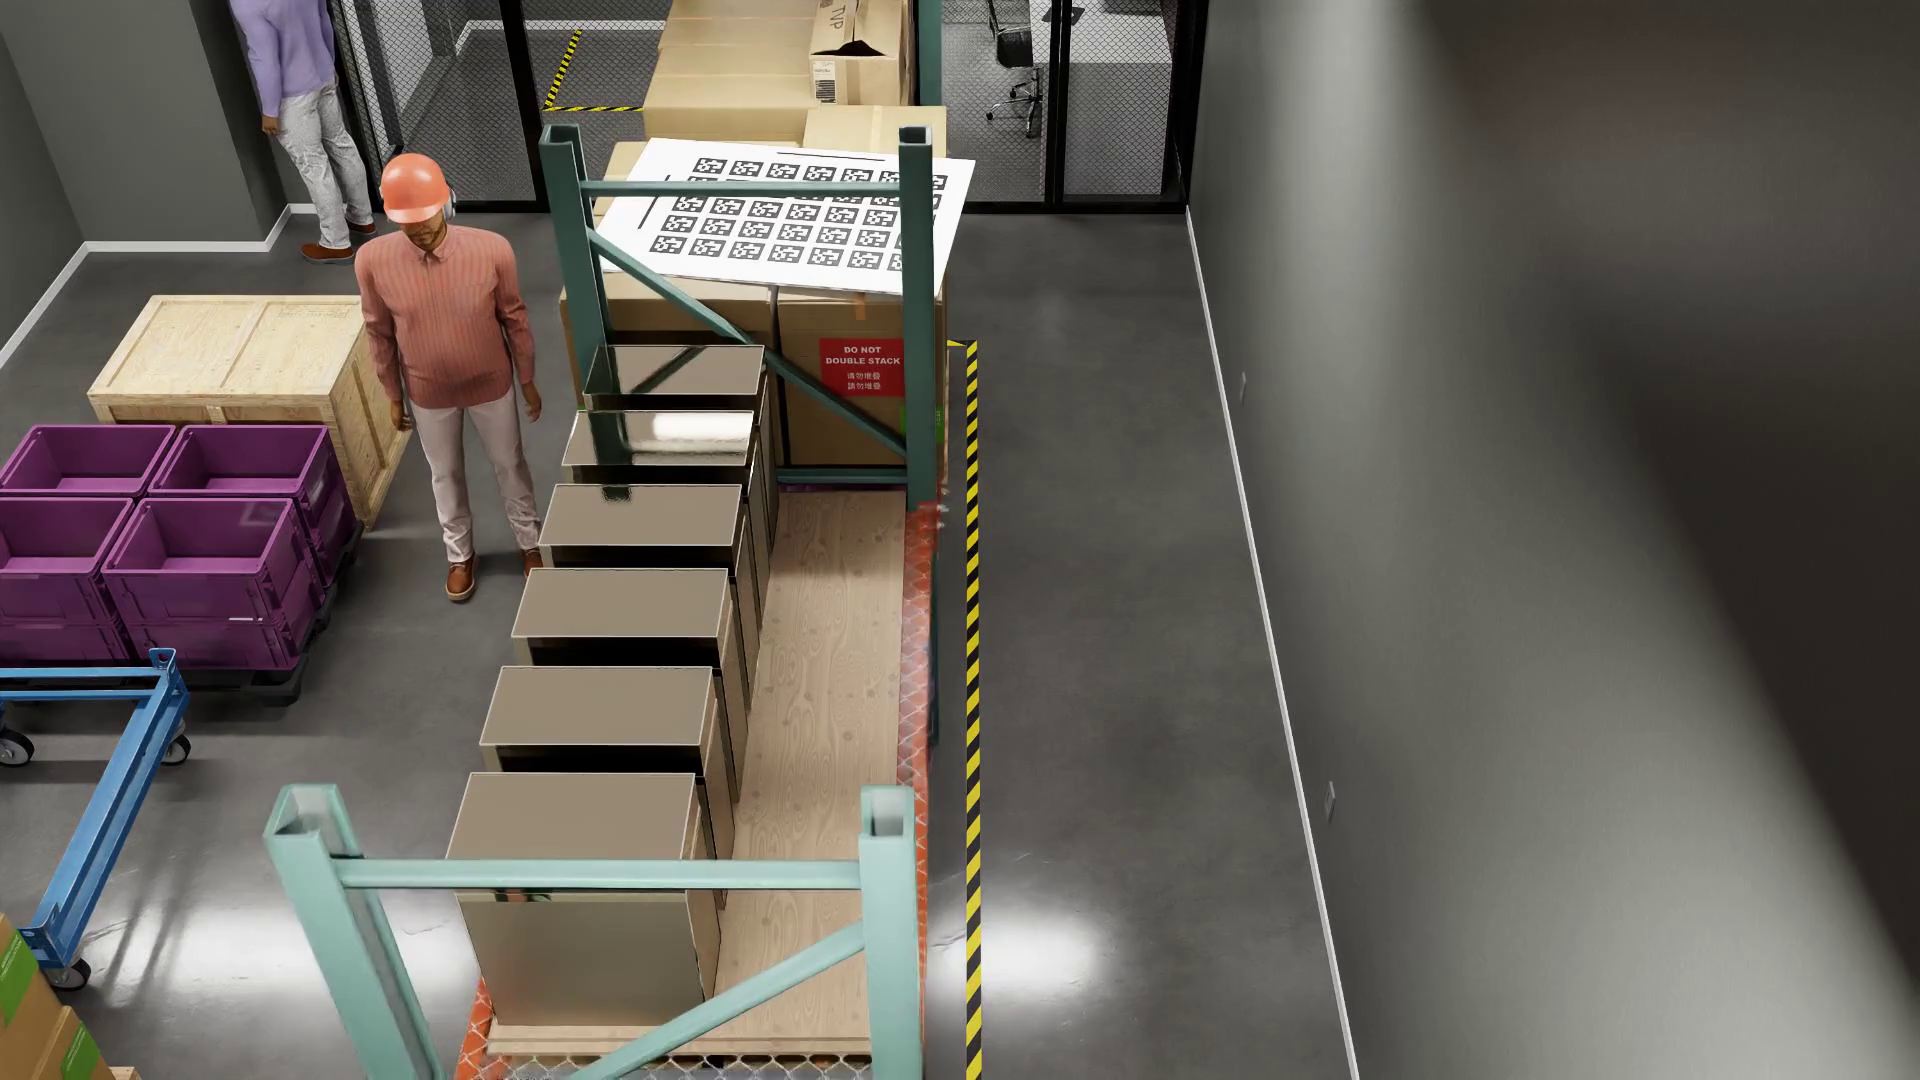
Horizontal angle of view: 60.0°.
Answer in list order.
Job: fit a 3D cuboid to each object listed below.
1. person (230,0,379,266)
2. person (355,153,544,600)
[{"bbox_3d":[-3.404,-2.340,8.565,0.359,1.933,0.635,10,42,12],"label":"person"},{"bbox_3d":[-1.967,-0.615,6.546,0.608,1.996,0.381,-9,42,-10],"label":"person"}]
